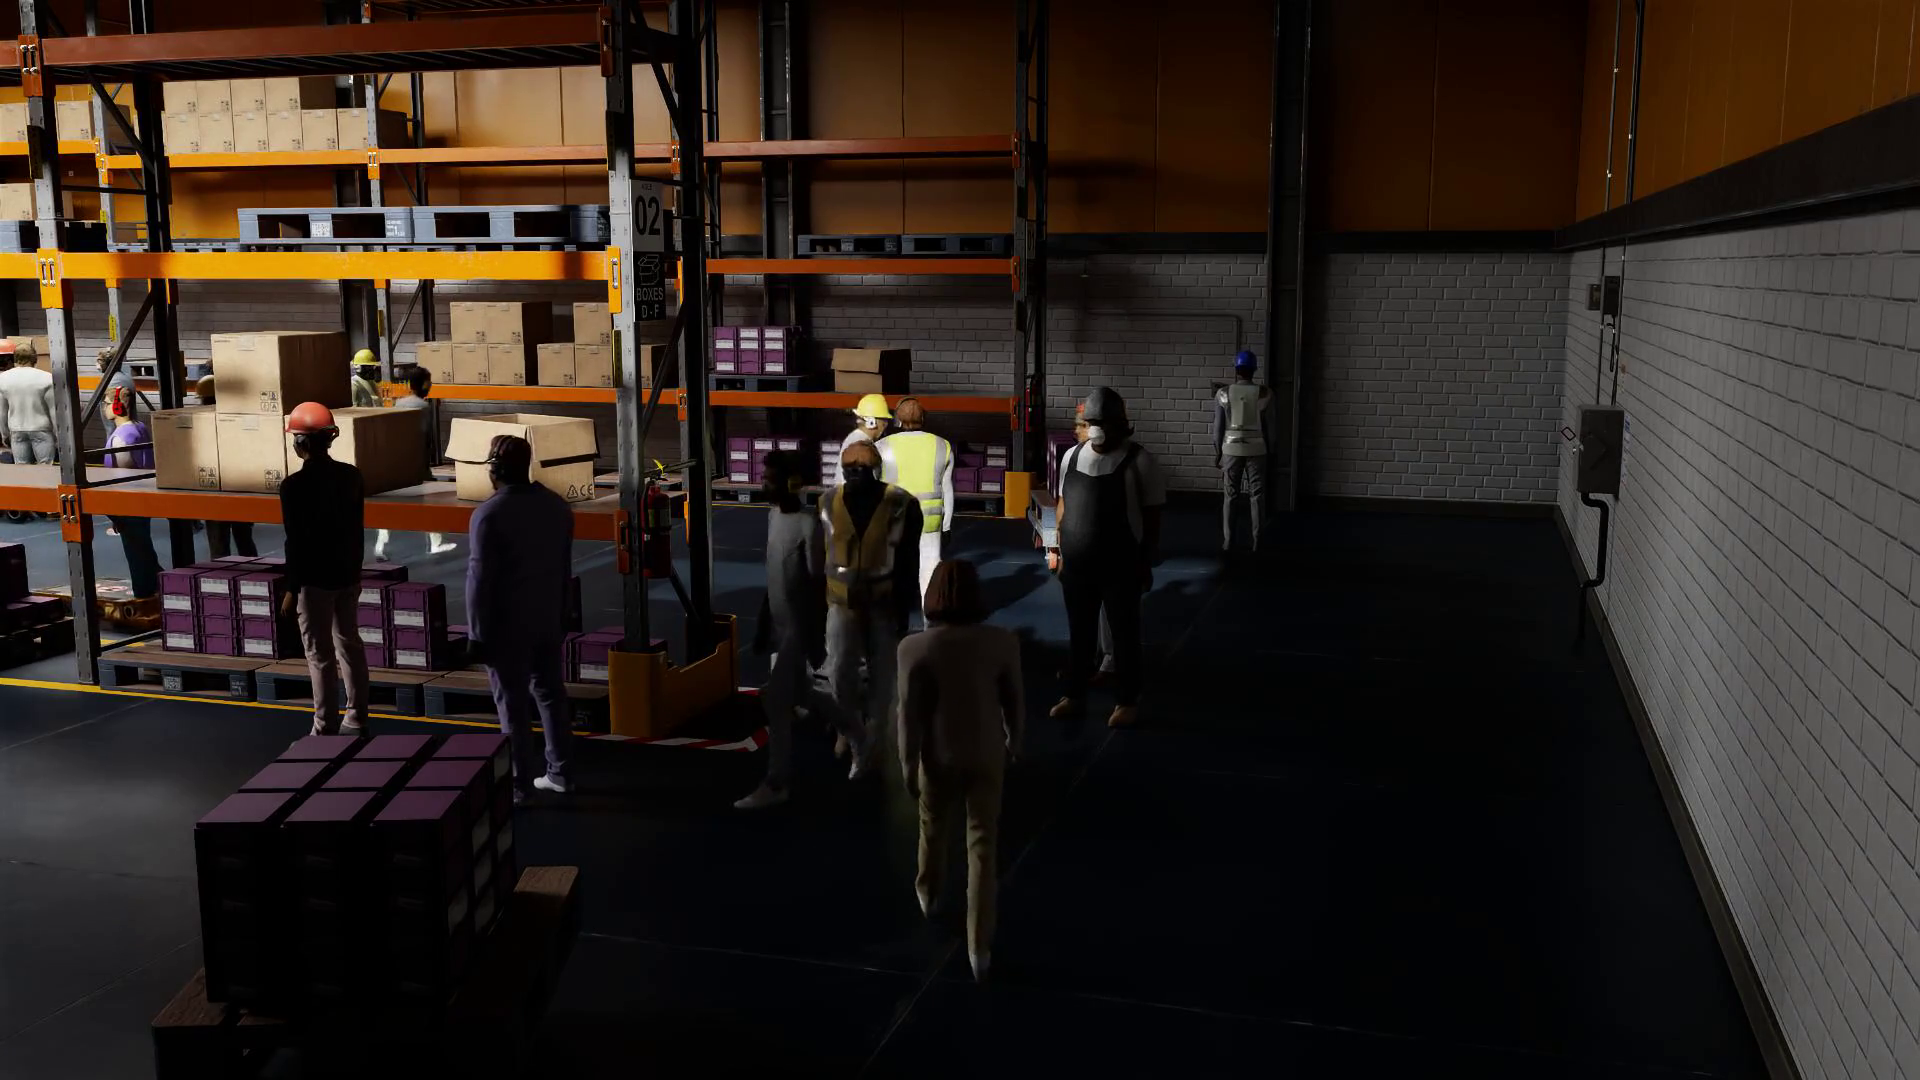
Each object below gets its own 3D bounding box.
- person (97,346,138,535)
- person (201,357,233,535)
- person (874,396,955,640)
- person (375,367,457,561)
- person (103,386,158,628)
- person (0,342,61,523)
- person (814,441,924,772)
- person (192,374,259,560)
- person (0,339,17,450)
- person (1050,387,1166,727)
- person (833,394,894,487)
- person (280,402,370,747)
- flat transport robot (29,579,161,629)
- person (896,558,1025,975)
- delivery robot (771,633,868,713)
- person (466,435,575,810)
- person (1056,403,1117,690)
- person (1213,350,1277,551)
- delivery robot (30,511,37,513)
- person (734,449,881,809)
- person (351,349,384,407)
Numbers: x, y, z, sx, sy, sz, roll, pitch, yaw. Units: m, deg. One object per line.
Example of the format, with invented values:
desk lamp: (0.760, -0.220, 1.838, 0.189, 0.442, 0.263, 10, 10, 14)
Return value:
person: (-8.633, -1.020, 17.088, 0.371, 1.941, 0.627, -2, 10, -13)
person: (-7.586, -0.980, 17.132, 0.344, 1.846, 0.507, 0, 9, 1)
person: (-0.349, -0.091, 11.719, 0.625, 1.846, 0.429, -2, 10, -15)
person: (-5.194, -0.718, 15.643, 0.574, 1.824, 0.963, 4, 10, 25)
person: (-6.320, -0.257, 12.718, 0.390, 1.847, 0.563, -2, 10, -12)
person: (-9.978, -1.147, 17.870, 0.634, 1.936, 0.351, -2, 10, -12)
person: (-0.508, 0.365, 9.019, 0.623, 1.821, 0.466, 1, 9, 6)
person: (-5.696, -0.315, 12.850, 0.386, 1.923, 0.612, 5, 11, 29)
person: (-10.701, -1.301, 18.804, 0.364, 1.939, 0.542, -5, 11, -30)
person: (0.846, 0.100, 9.952, 0.680, 2.000, 0.536, 6, 11, 33)
person: (-0.725, -0.186, 12.424, 0.489, 1.806, 0.602, -2, 10, -14)
person: (-3.583, 0.220, 9.360, 0.382, 1.995, 0.612, 3, 10, 18)
flat transport robot: (-6.577, 0.481, 13.013, 1.431, 0.197, 0.652, 4, 10, 24)
person: (0.002, 0.863, 6.683, 0.518, 1.591, 0.856, -1, 9, -4)
delivery robot: (-0.785, 0.801, 9.913, 0.707, 0.478, 0.477, 7, 12, 36)
person: (-2.255, 0.411, 8.495, 0.398, 1.901, 0.646, 6, 11, 32)
person: (0.881, 0.031, 10.851, 0.337, 1.883, 0.584, -6, 11, -31)
person: (2.754, -0.856, 16.084, 0.604, 1.941, 0.400, 2, 10, 15)
delivery robot: (-10.271, -0.526, 17.990, 0.707, 0.478, 0.477, 1, 9, 10)
person: (-0.784, 0.431, 8.591, 0.847, 1.843, 0.510, -5, 11, -29)
person: (-6.620, -1.214, 18.598, 0.404, 1.829, 0.600, 0, 9, 3)
